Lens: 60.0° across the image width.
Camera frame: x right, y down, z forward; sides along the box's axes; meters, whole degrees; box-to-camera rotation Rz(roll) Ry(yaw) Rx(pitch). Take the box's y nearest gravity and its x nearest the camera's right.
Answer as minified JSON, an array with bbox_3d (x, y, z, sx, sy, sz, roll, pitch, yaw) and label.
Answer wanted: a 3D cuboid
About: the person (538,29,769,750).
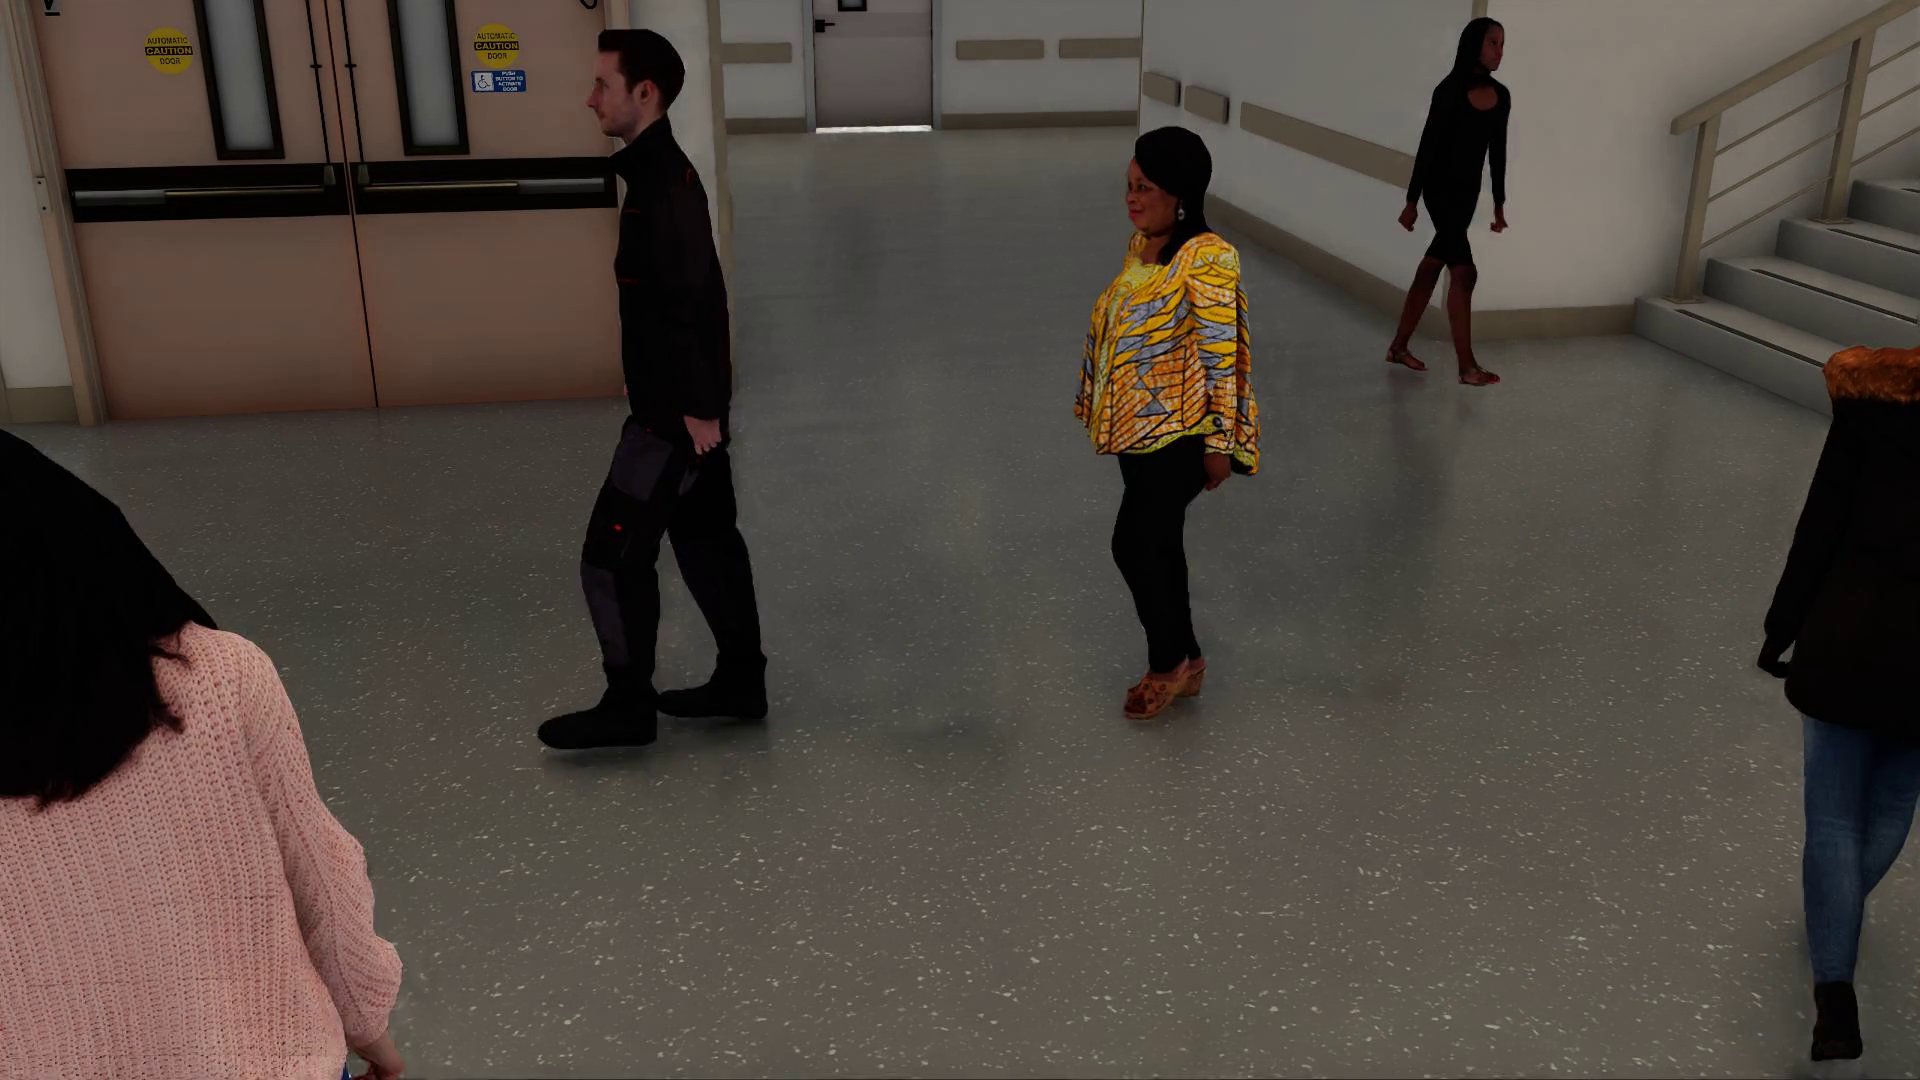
[{"bbox_3d":[-0.680,-0.351,4.389,0.839,1.889,0.685,-3,21,-8],"label":"person"}]

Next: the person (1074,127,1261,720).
[{"bbox_3d":[0.641,-0.293,4.585,0.795,1.641,0.767,-7,22,-18],"label":"person"}]

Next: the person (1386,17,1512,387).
[{"bbox_3d":[2.288,-1.613,8.006,1.029,1.687,0.939,-13,24,-30],"label":"person"}]

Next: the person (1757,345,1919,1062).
[{"bbox_3d":[1.799,0.256,3.188,1.080,1.605,1.030,8,22,20],"label":"person"}]

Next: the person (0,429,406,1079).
[{"bbox_3d":[-0.821,0.729,1.780,1.109,1.717,0.824,-5,21,-14],"label":"person"}]
